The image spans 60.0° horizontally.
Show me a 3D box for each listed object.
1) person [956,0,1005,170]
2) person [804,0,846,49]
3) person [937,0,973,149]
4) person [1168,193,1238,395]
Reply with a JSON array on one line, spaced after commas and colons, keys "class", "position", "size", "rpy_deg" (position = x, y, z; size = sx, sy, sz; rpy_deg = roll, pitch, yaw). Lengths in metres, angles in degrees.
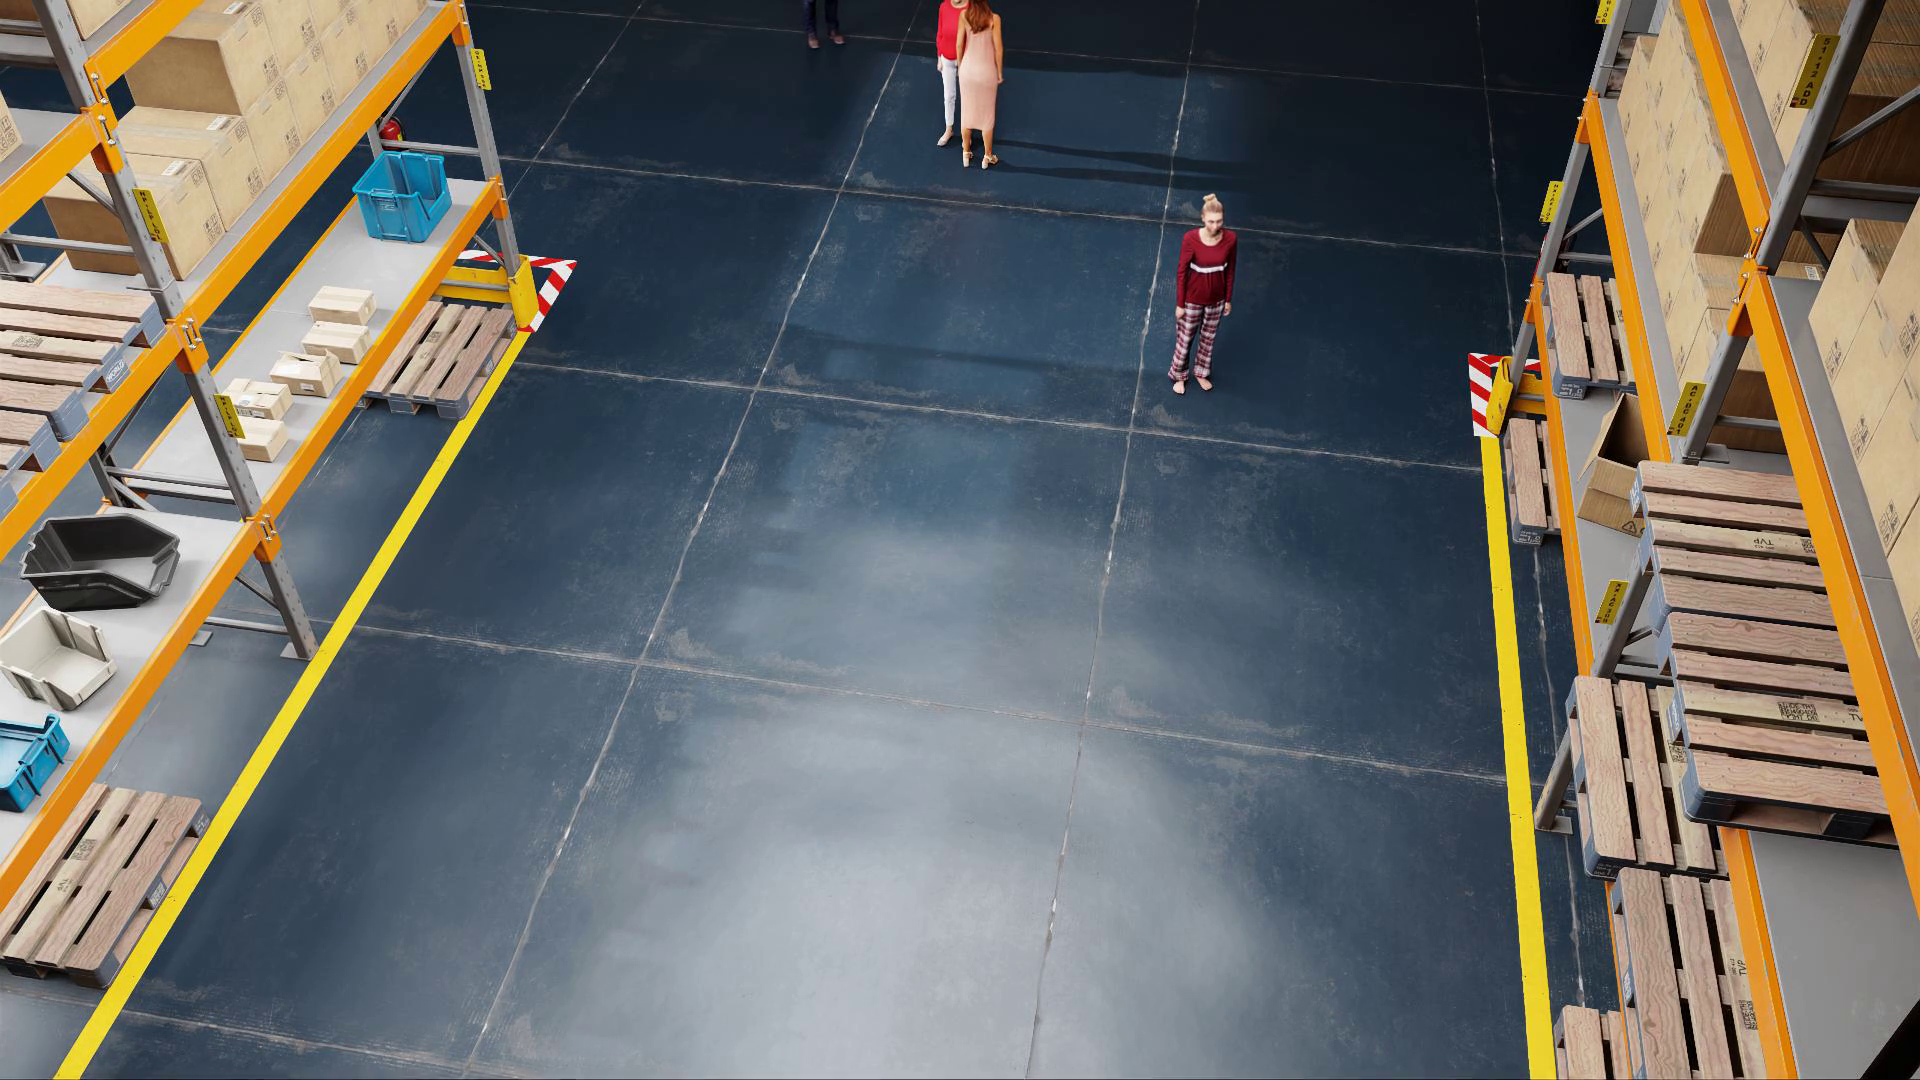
[{"class": "person", "position": [0.167, -4.251, 15.163], "size": [0.622, 1.831, 0.575], "rpy_deg": [14, 45, 15]}, {"class": "person", "position": [-1.448, -5.934, 16.921], "size": [0.862, 1.842, 0.883], "rpy_deg": [-18, 46, -18]}, {"class": "person", "position": [-0.009, -4.457, 15.479], "size": [0.555, 1.693, 0.535], "rpy_deg": [9, 44, 9]}, {"class": "person", "position": [1.864, -1.869, 12.760], "size": [0.674, 1.697, 0.632], "rpy_deg": [-8, 44, -8]}]
